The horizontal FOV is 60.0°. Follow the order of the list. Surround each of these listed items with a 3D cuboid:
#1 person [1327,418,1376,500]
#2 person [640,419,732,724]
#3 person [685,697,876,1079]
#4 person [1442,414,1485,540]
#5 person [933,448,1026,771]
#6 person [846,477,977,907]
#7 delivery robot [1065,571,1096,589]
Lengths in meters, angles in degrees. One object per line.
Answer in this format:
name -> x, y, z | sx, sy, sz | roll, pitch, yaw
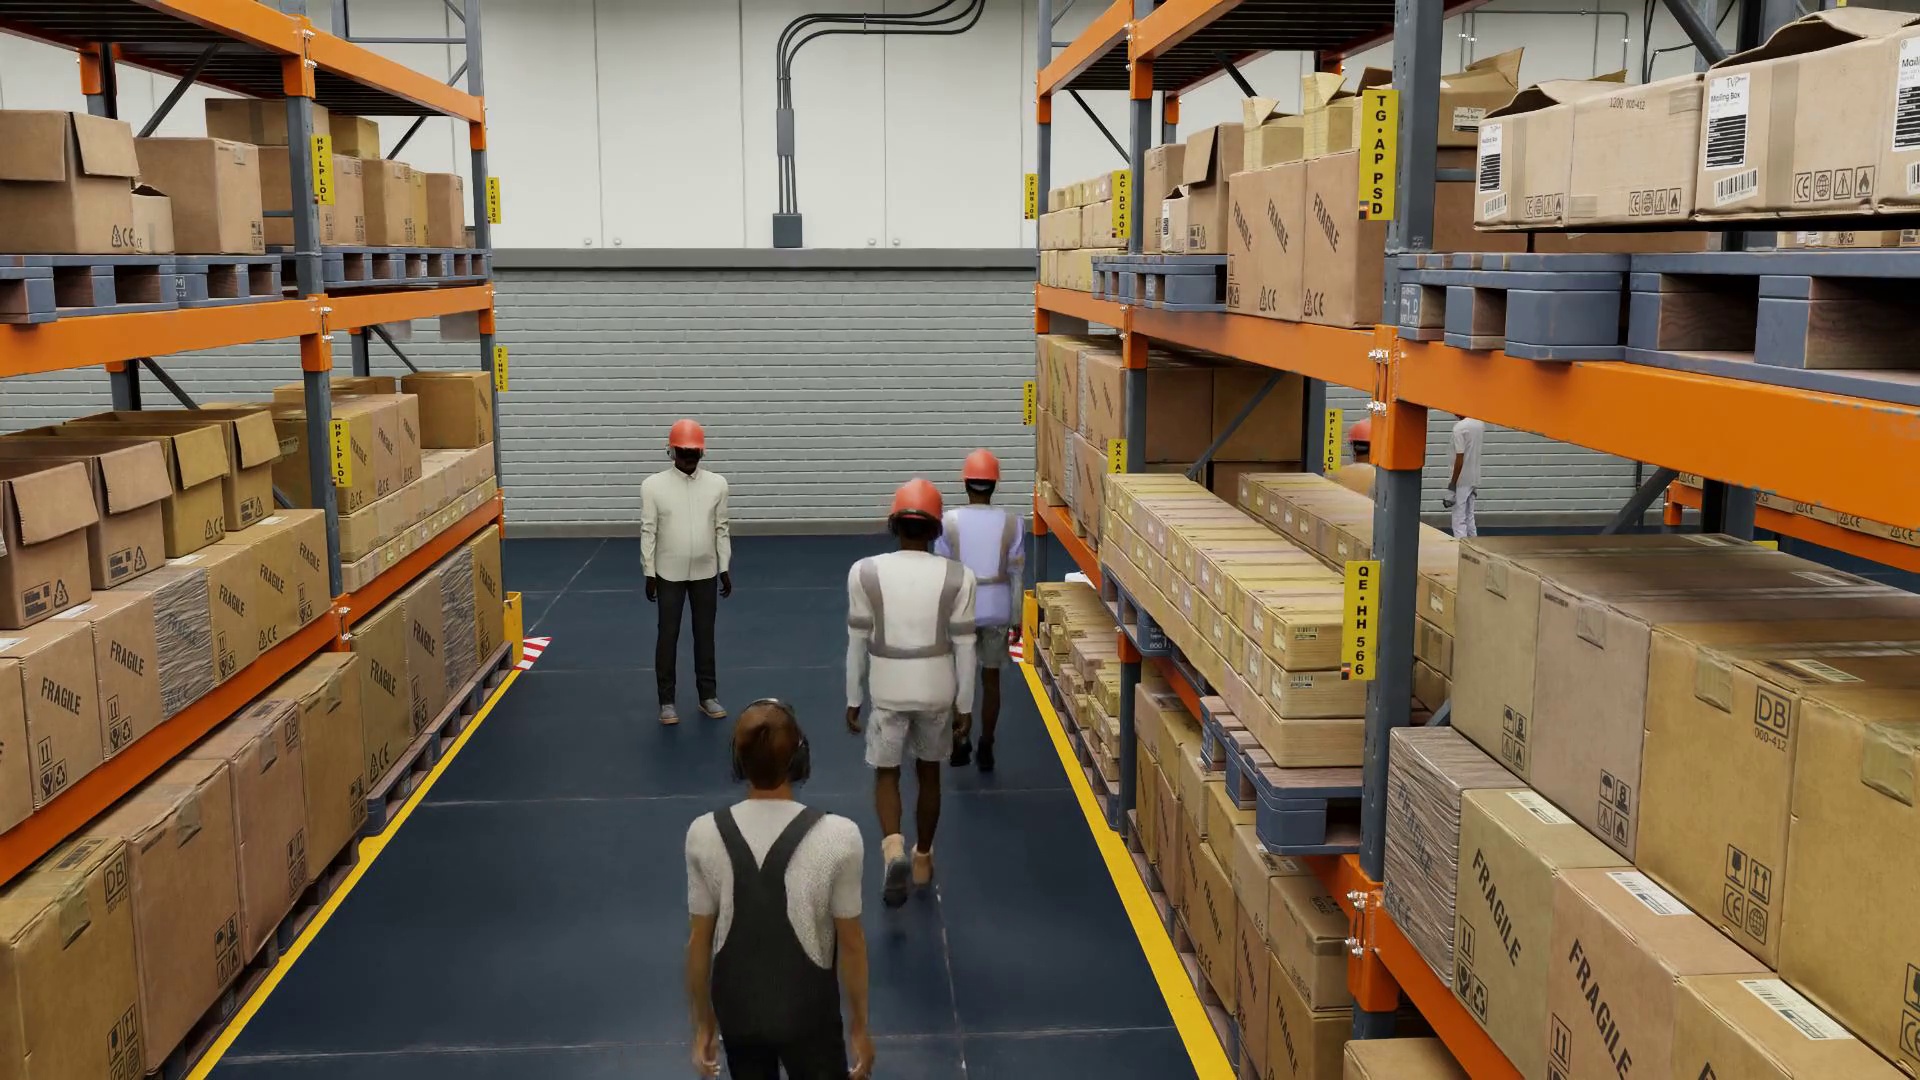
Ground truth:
person -> 2.789, 0.097, 11.798 | 0.573, 1.907, 0.803 | 9, 13, 43
person -> -1.788, 0.200, 10.901 | 0.611, 1.996, 0.375 | -5, 11, -27
person -> -0.507, 1.349, 4.627 | 0.535, 1.829, 0.486 | 2, 10, 11
person -> 4.628, -0.491, 15.363 | 0.329, 1.865, 0.515 | 8, 13, 41
person -> 0.113, 0.430, 9.757 | 0.547, 1.926, 0.505 | 0, 10, -1
person -> -0.226, 0.722, 7.756 | 0.618, 2.020, 0.736 | 0, 10, 0
delivery robot -> 1.174, 0.412, 13.611 | 0.477, 0.478, 0.707 | -6, 11, -34
